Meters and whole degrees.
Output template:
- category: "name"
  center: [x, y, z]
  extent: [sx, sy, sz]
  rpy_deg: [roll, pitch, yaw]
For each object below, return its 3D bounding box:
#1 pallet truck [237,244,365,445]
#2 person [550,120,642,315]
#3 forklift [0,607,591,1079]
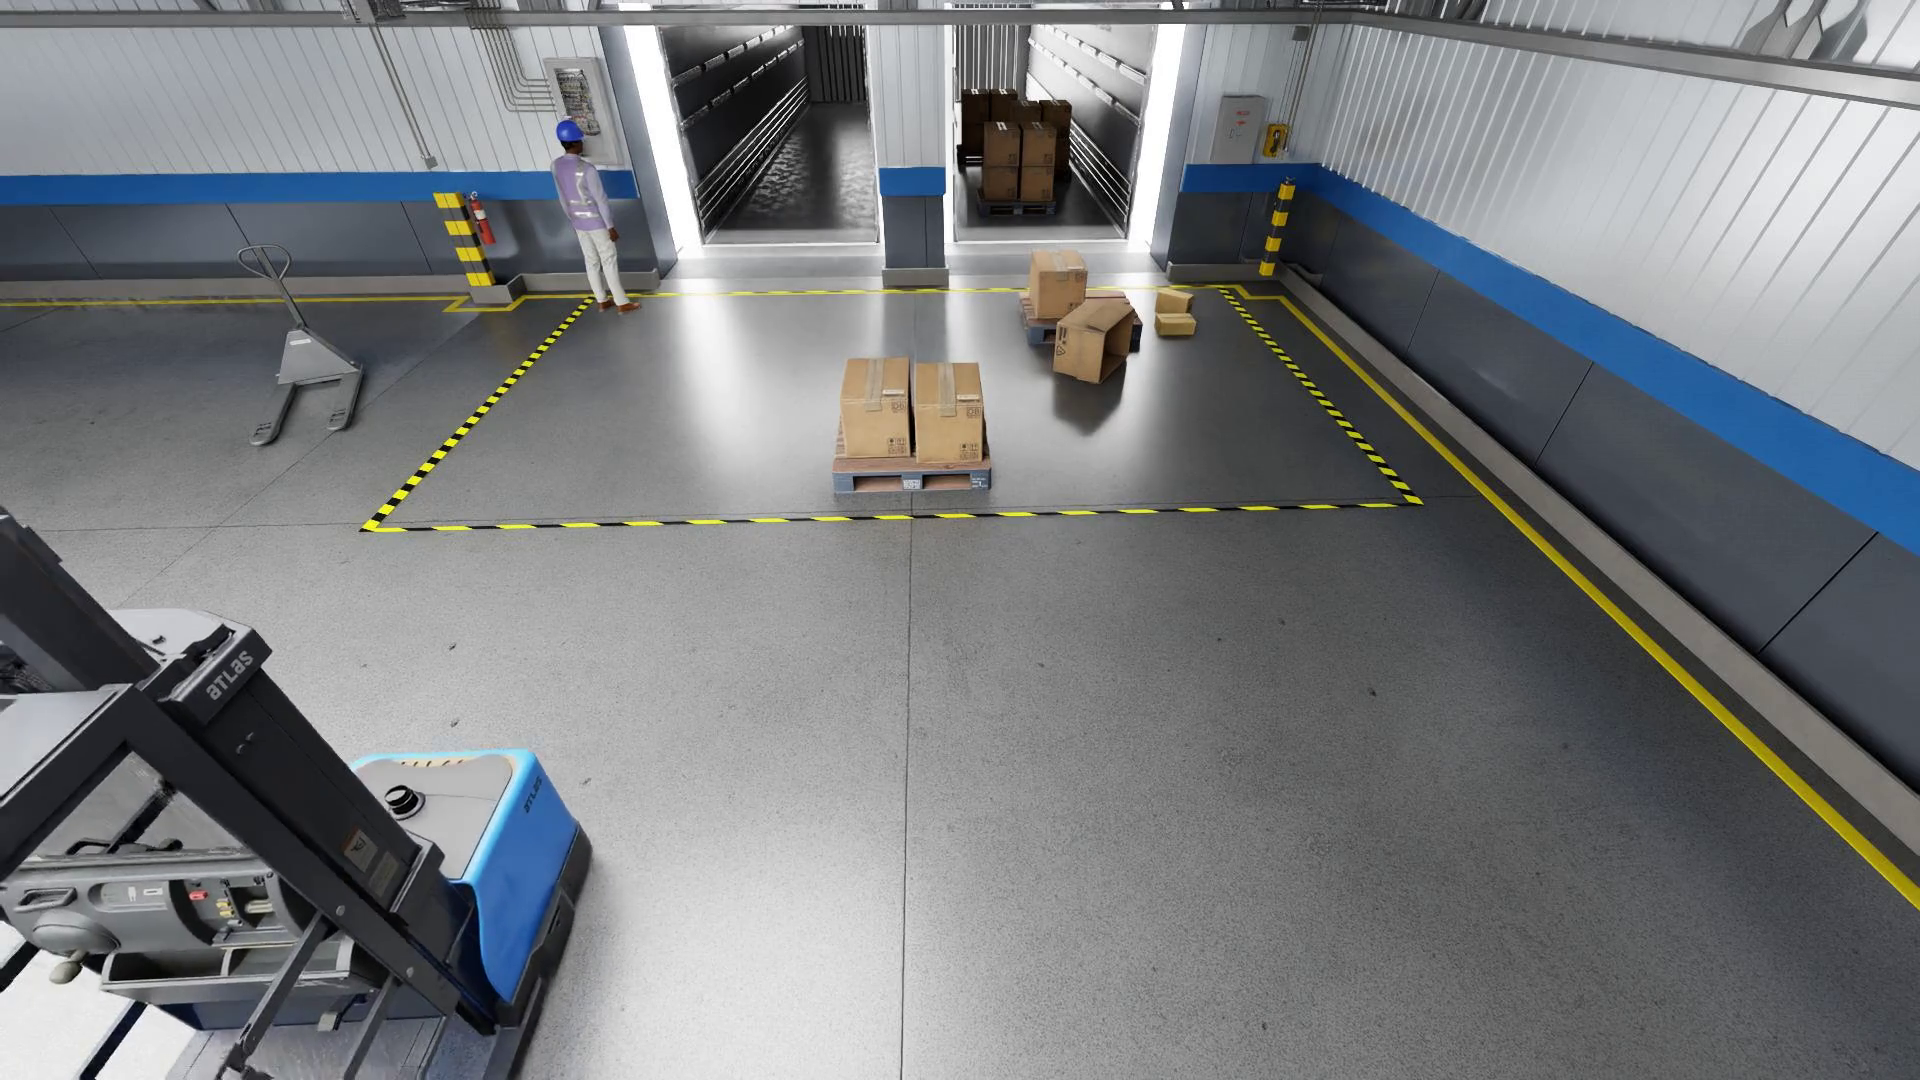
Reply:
- category: "pallet truck"
  center: [-5.915, -1.733, 6.366]
  extent: [0.680, 1.201, 1.601]
  rpy_deg: [-18, 42, -21]
- category: "person"
  center: [-3.977, -3.438, 7.944]
  extent: [0.609, 1.946, 0.403]
  rpy_deg: [16, 41, 19]
- category: "forklift"
  center: [-2.011, 0.903, 2.399]
  extent: [0.716, 2.013, 0.776]
  rpy_deg: [-2, 39, -2]
